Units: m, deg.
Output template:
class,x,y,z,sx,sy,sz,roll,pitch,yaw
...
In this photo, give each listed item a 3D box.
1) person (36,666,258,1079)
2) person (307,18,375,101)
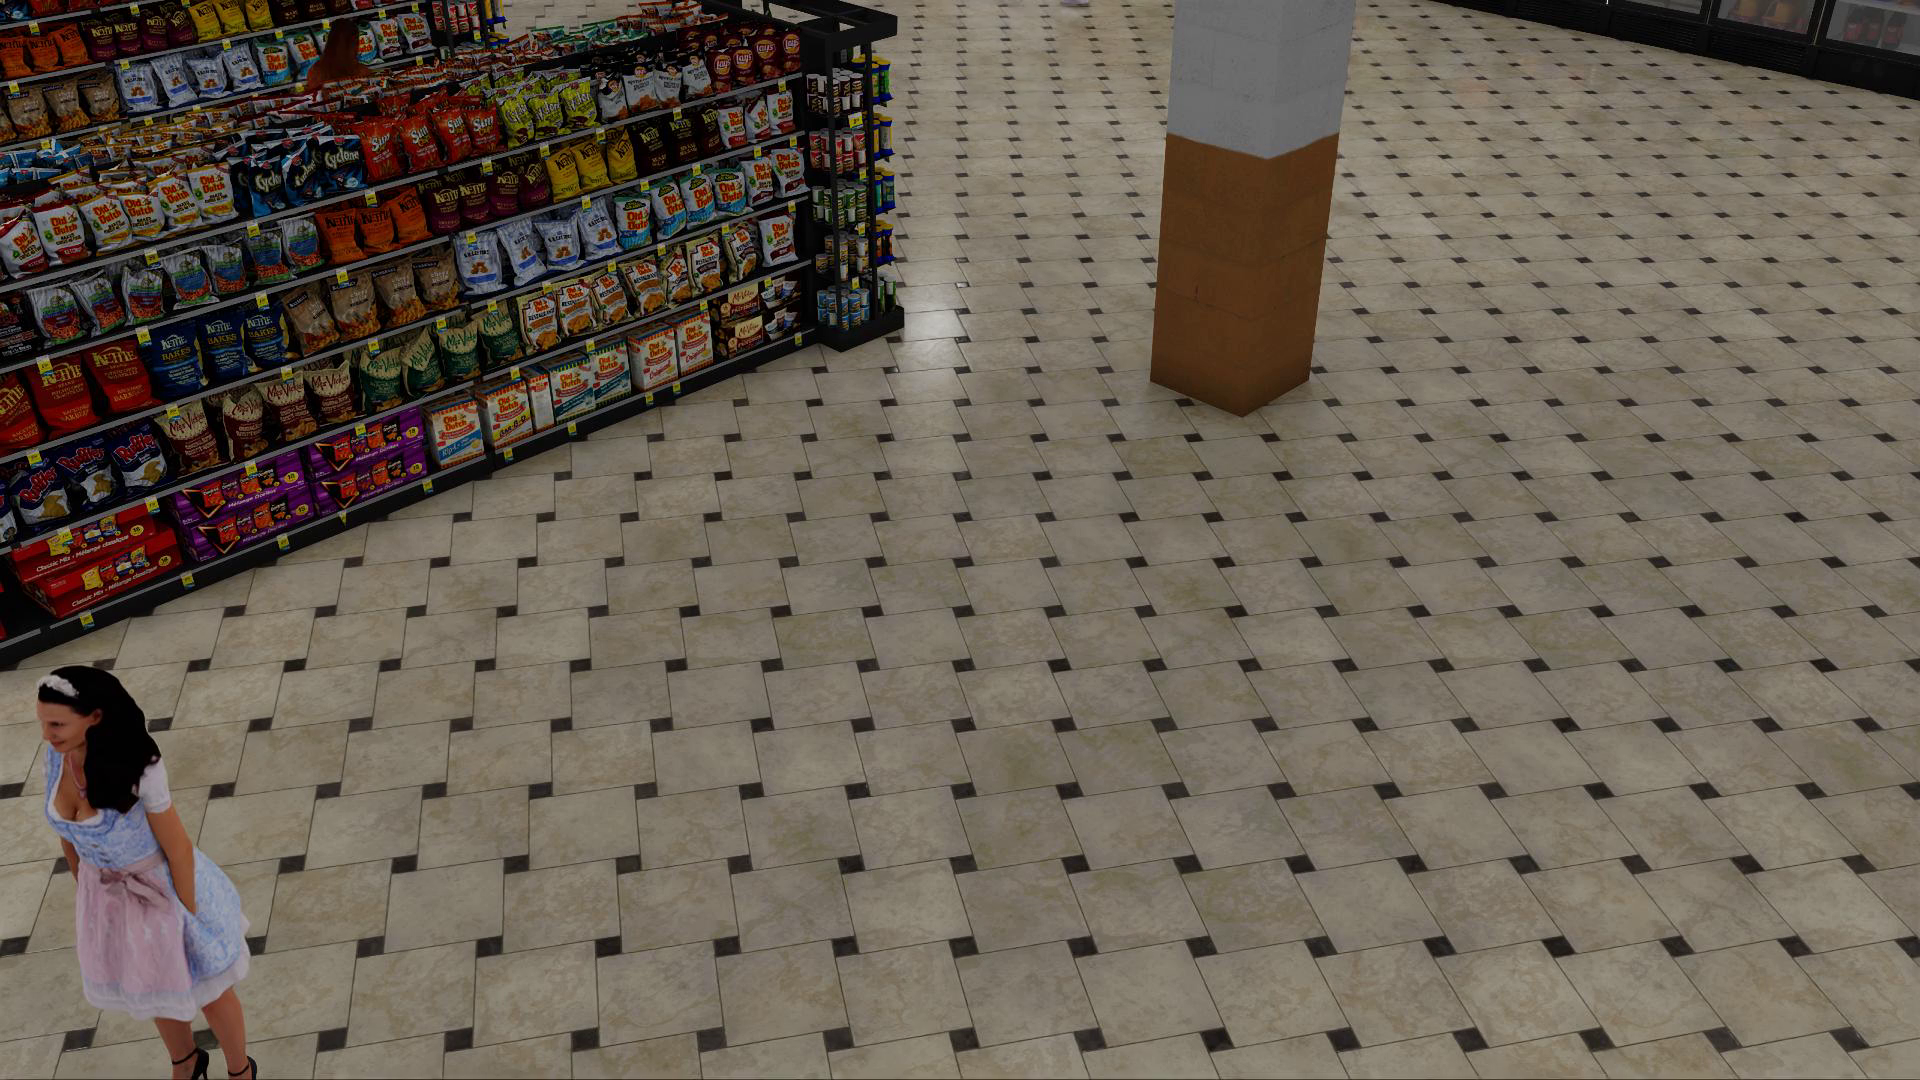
class,x,y,z,sx,sy,sz,roll,pitch,yaw
person,-2.483,1.124,5.093,0.836,1.818,0.877,9,33,14
person,-4.126,-2.594,11.197,0.814,1.683,0.871,-9,33,-14
